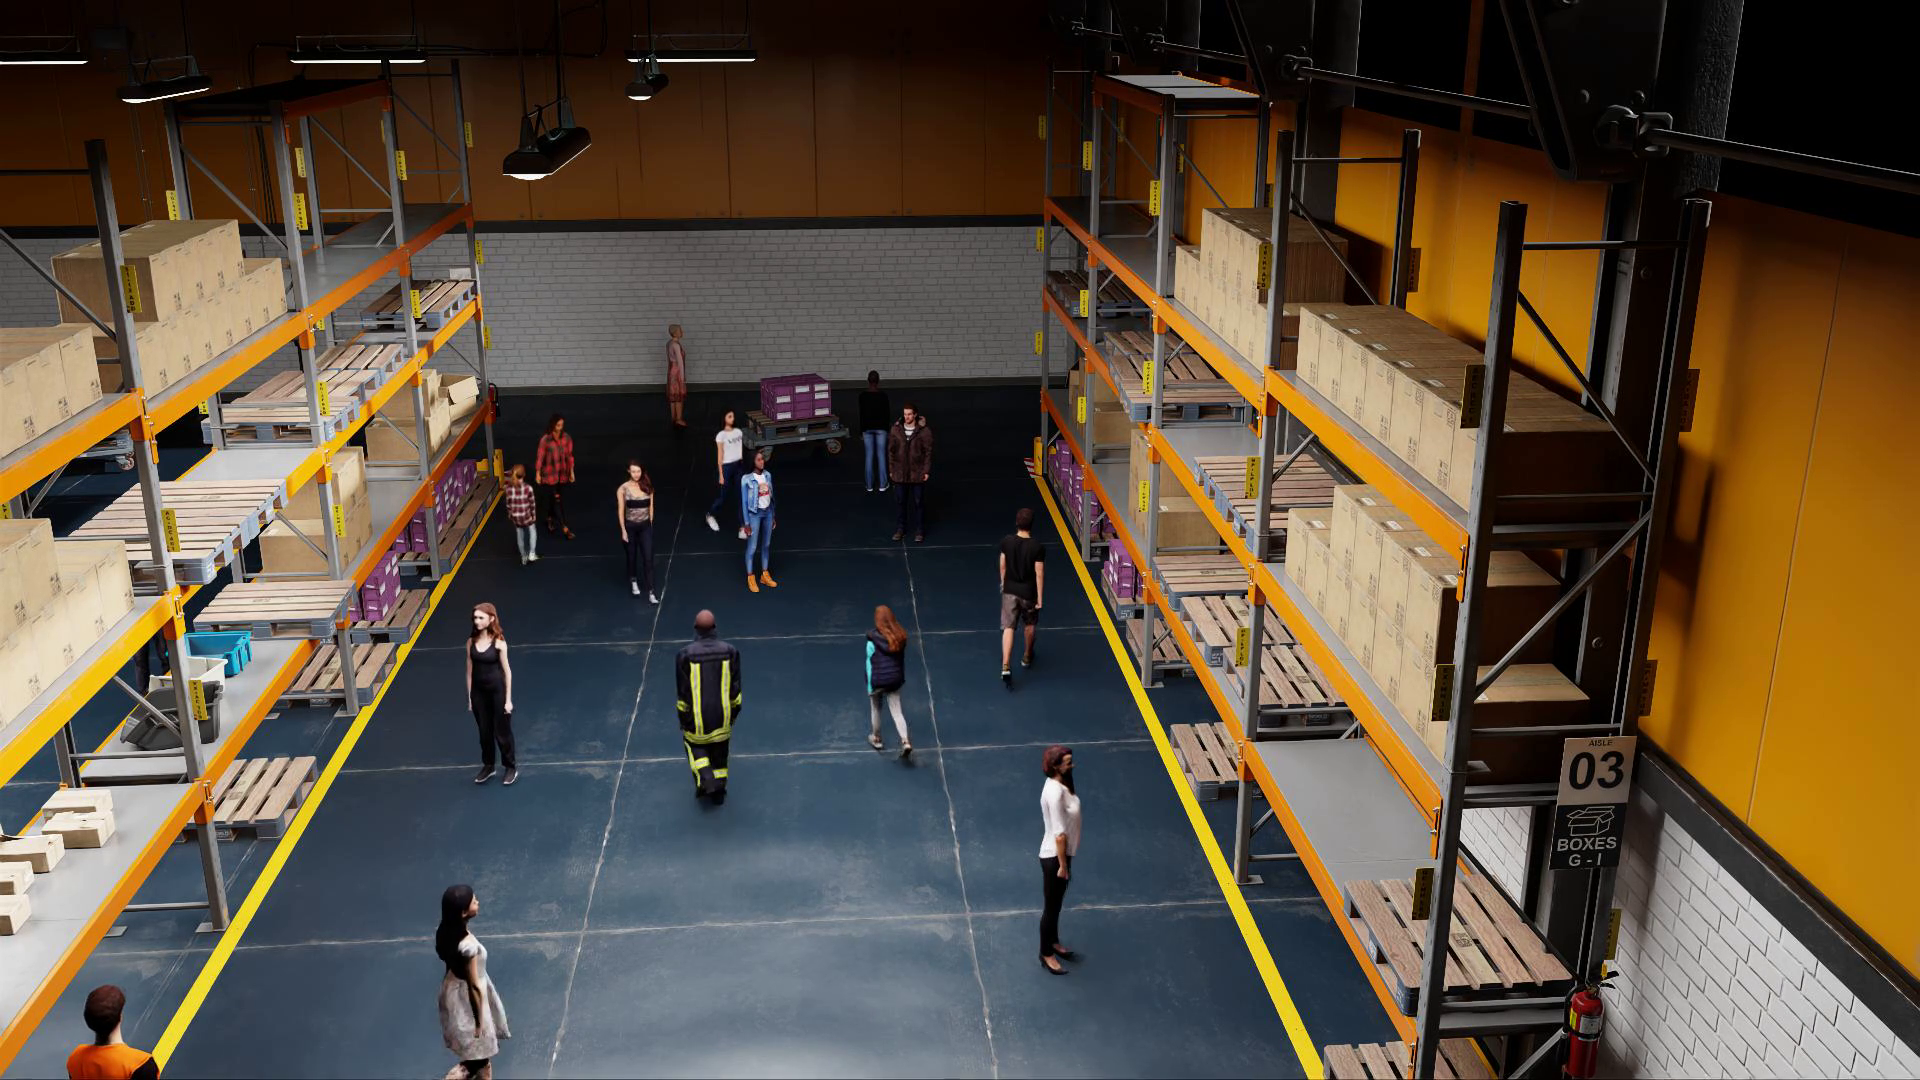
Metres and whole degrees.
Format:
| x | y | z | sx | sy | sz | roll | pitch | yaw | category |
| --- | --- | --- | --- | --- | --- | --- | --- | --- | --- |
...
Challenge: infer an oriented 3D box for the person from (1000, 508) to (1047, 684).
| x | y | z | sx | sy | sz | roll | pitch | yaw | category |
| --- | --- | --- | --- | --- | --- | --- | --- | --- | --- |
| 0.595 | 0.586 | 17.321 | 0.907 | 1.836 | 1.287 | 4 | 19 | 11 | person |

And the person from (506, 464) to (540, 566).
| x | y | z | sx | sy | sz | roll | pitch | yaw | category |
| --- | --- | --- | --- | --- | --- | --- | --- | --- | --- |
| -5.497 | -0.306 | 20.810 | 0.539 | 1.298 | 0.536 | 0 | 19 | -1 | person |

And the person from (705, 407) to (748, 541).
| x | y | z | sx | sy | sz | roll | pitch | yaw | category |
| --- | --- | --- | --- | --- | --- | --- | --- | --- | --- |
| -3.070 | -0.869 | 21.784 | 1.139 | 1.745 | 1.058 | 16 | 25 | 40 | person |

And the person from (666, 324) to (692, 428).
| x | y | z | sx | sy | sz | roll | pitch | yaw | category |
| --- | --- | --- | --- | --- | --- | --- | --- | --- | --- |
| -4.660 | -2.710 | 27.333 | 0.753 | 1.691 | 0.649 | -12 | 22 | -31 | person |

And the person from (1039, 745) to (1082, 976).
| x | y | z | sx | sy | sz | roll | pitch | yaw | category |
| --- | --- | --- | --- | --- | --- | --- | --- | --- | --- |
| 0.696 | 2.324 | 12.221 | 0.706 | 1.796 | 0.520 | 2 | 19 | 7 | person |

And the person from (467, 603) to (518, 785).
| x | y | z | sx | sy | sz | roll | pitch | yaw | category |
| --- | --- | --- | --- | --- | --- | --- | --- | --- | --- |
| -4.249 | 1.380 | 15.102 | 0.629 | 1.746 | 0.597 | 3 | 19 | 10 | person |

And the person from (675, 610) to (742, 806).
| x | y | z | sx | sy | sz | roll | pitch | yaw | category |
| --- | --- | --- | --- | --- | --- | --- | --- | --- | --- |
| -2.202 | 1.497 | 14.654 | 0.845 | 1.810 | 0.909 | -7 | 20 | -20 | person |

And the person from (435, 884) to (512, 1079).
| x | y | z | sx | sy | sz | roll | pitch | yaw | category |
| --- | --- | --- | --- | --- | --- | --- | --- | --- | --- |
| -3.139 | 2.976 | 10.350 | 0.991 | 1.756 | 0.990 | -15 | 24 | -38 | person |

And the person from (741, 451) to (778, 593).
| x | y | z | sx | sy | sz | roll | pitch | yaw | category |
| --- | --- | --- | --- | --- | --- | --- | --- | --- | --- |
| -2.422 | -0.246 | 19.988 | 0.682 | 1.711 | 0.714 | -17 | 25 | -40 | person |

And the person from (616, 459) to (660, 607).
| x | y | z | sx | sy | sz | roll | pitch | yaw | category |
| --- | --- | --- | --- | --- | --- | --- | --- | --- | --- |
| -3.833 | -0.104 | 19.562 | 0.875 | 1.713 | 1.248 | -8 | 20 | -22 | person |

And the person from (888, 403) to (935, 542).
| x | y | z | sx | sy | sz | roll | pitch | yaw | category |
| --- | --- | --- | --- | --- | --- | --- | --- | --- | --- |
| -0.651 | -0.901 | 21.717 | 0.837 | 1.848 | 0.798 | 4 | 19 | 12 | person |

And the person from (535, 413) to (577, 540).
| x | y | z | sx | sy | sz | roll | pitch | yaw | category |
| --- | --- | --- | --- | --- | --- | --- | --- | --- | --- |
| -5.342 | -0.849 | 21.875 | 1.035 | 1.649 | 1.194 | -13 | 23 | -35 | person |

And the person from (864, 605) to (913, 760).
| x | y | z | sx | sy | sz | roll | pitch | yaw | category |
| --- | --- | --- | --- | --- | --- | --- | --- | --- | --- |
| -0.663 | 1.350 | 15.612 | 0.820 | 1.479 | 1.031 | -10 | 21 | -27 | person |

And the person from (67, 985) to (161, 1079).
| x | y | z | sx | sy | sz | roll | pitch | yaw | category |
| --- | --- | --- | --- | --- | --- | --- | --- | --- | --- |
| -4.574 | 3.306 | 9.154 | 0.714 | 1.892 | 0.683 | 2 | 19 | 5 | person |

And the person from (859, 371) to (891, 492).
| x | y | z | sx | sy | sz | roll | pitch | yaw | category |
| --- | --- | --- | --- | --- | --- | --- | --- | --- | --- |
| -1.222 | -1.568 | 23.851 | 0.625 | 1.749 | 0.578 | 1 | 19 | 4 | person |
